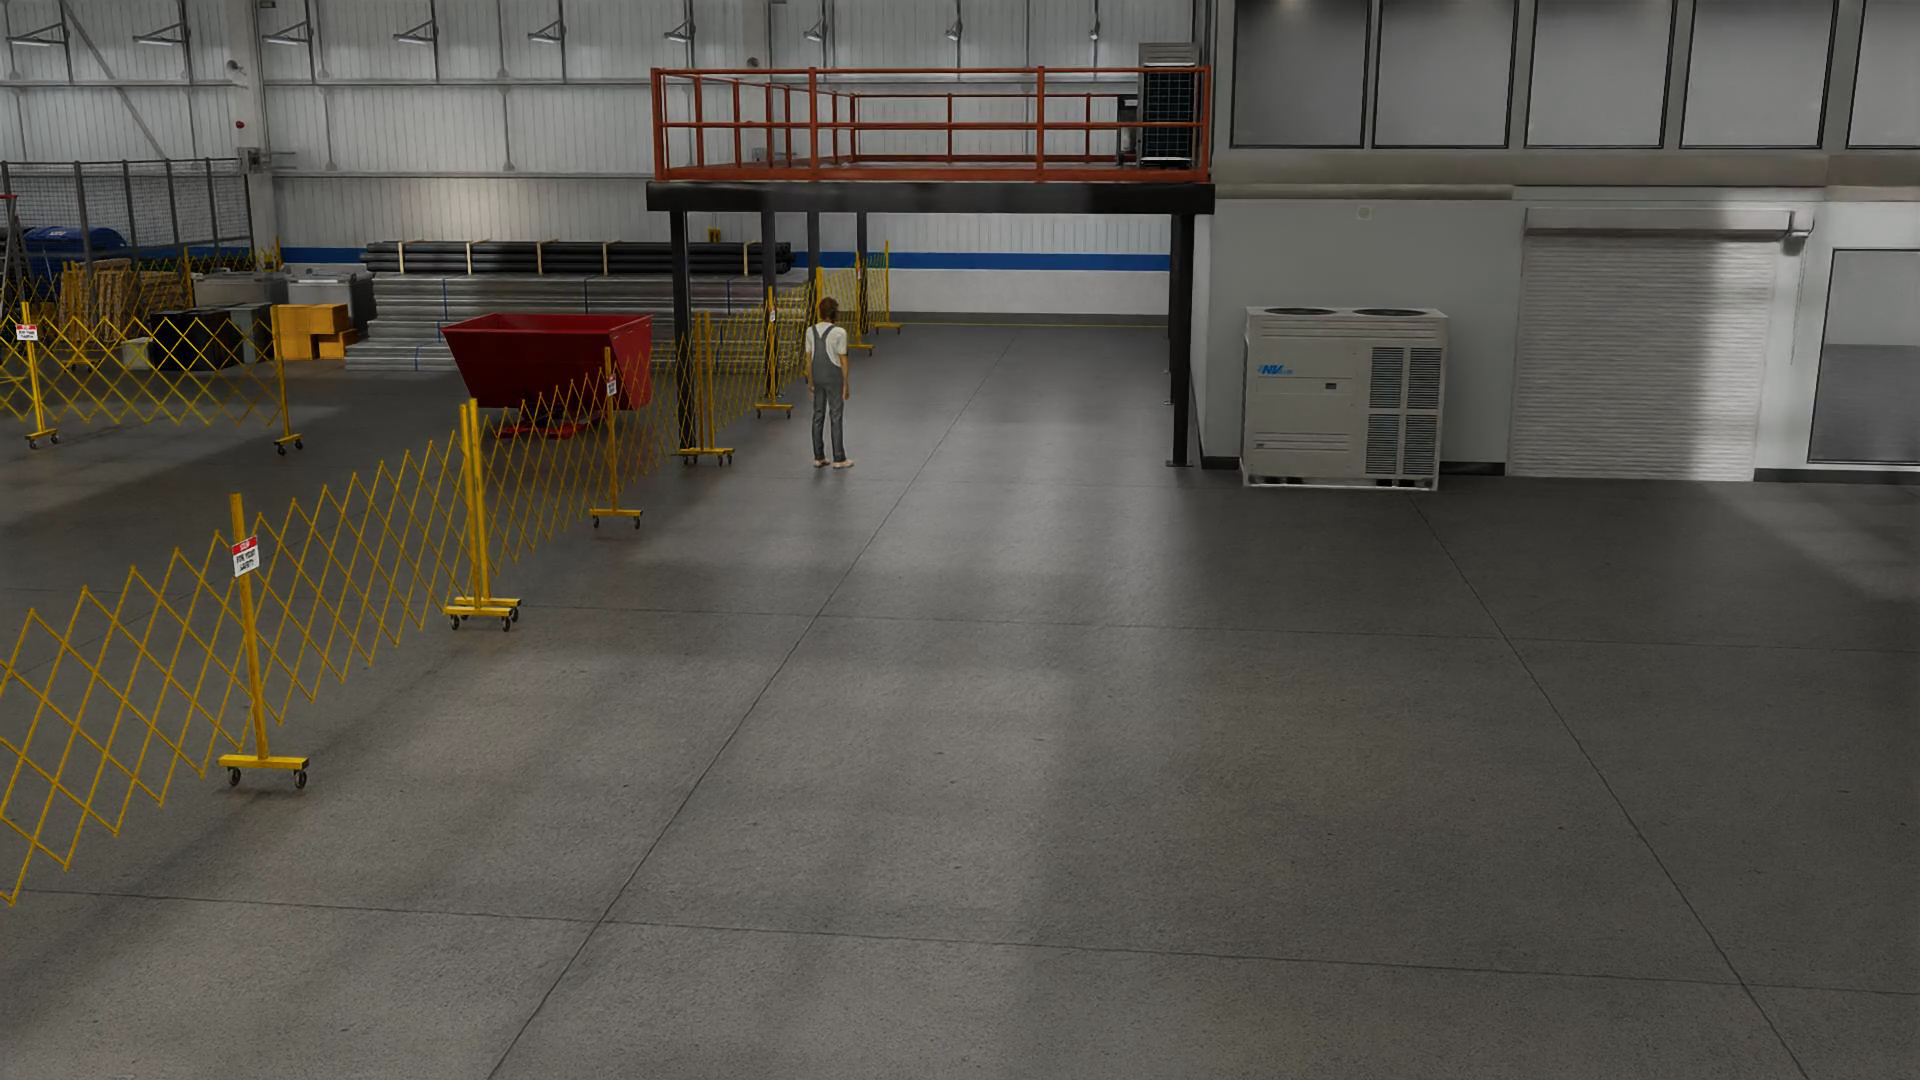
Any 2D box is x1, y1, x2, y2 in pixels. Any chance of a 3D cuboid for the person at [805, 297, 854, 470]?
[{"bbox_3d":[-1.409,-1.671,17.793,0.506,1.838,0.351,7,16,27],"label":"person"}]
